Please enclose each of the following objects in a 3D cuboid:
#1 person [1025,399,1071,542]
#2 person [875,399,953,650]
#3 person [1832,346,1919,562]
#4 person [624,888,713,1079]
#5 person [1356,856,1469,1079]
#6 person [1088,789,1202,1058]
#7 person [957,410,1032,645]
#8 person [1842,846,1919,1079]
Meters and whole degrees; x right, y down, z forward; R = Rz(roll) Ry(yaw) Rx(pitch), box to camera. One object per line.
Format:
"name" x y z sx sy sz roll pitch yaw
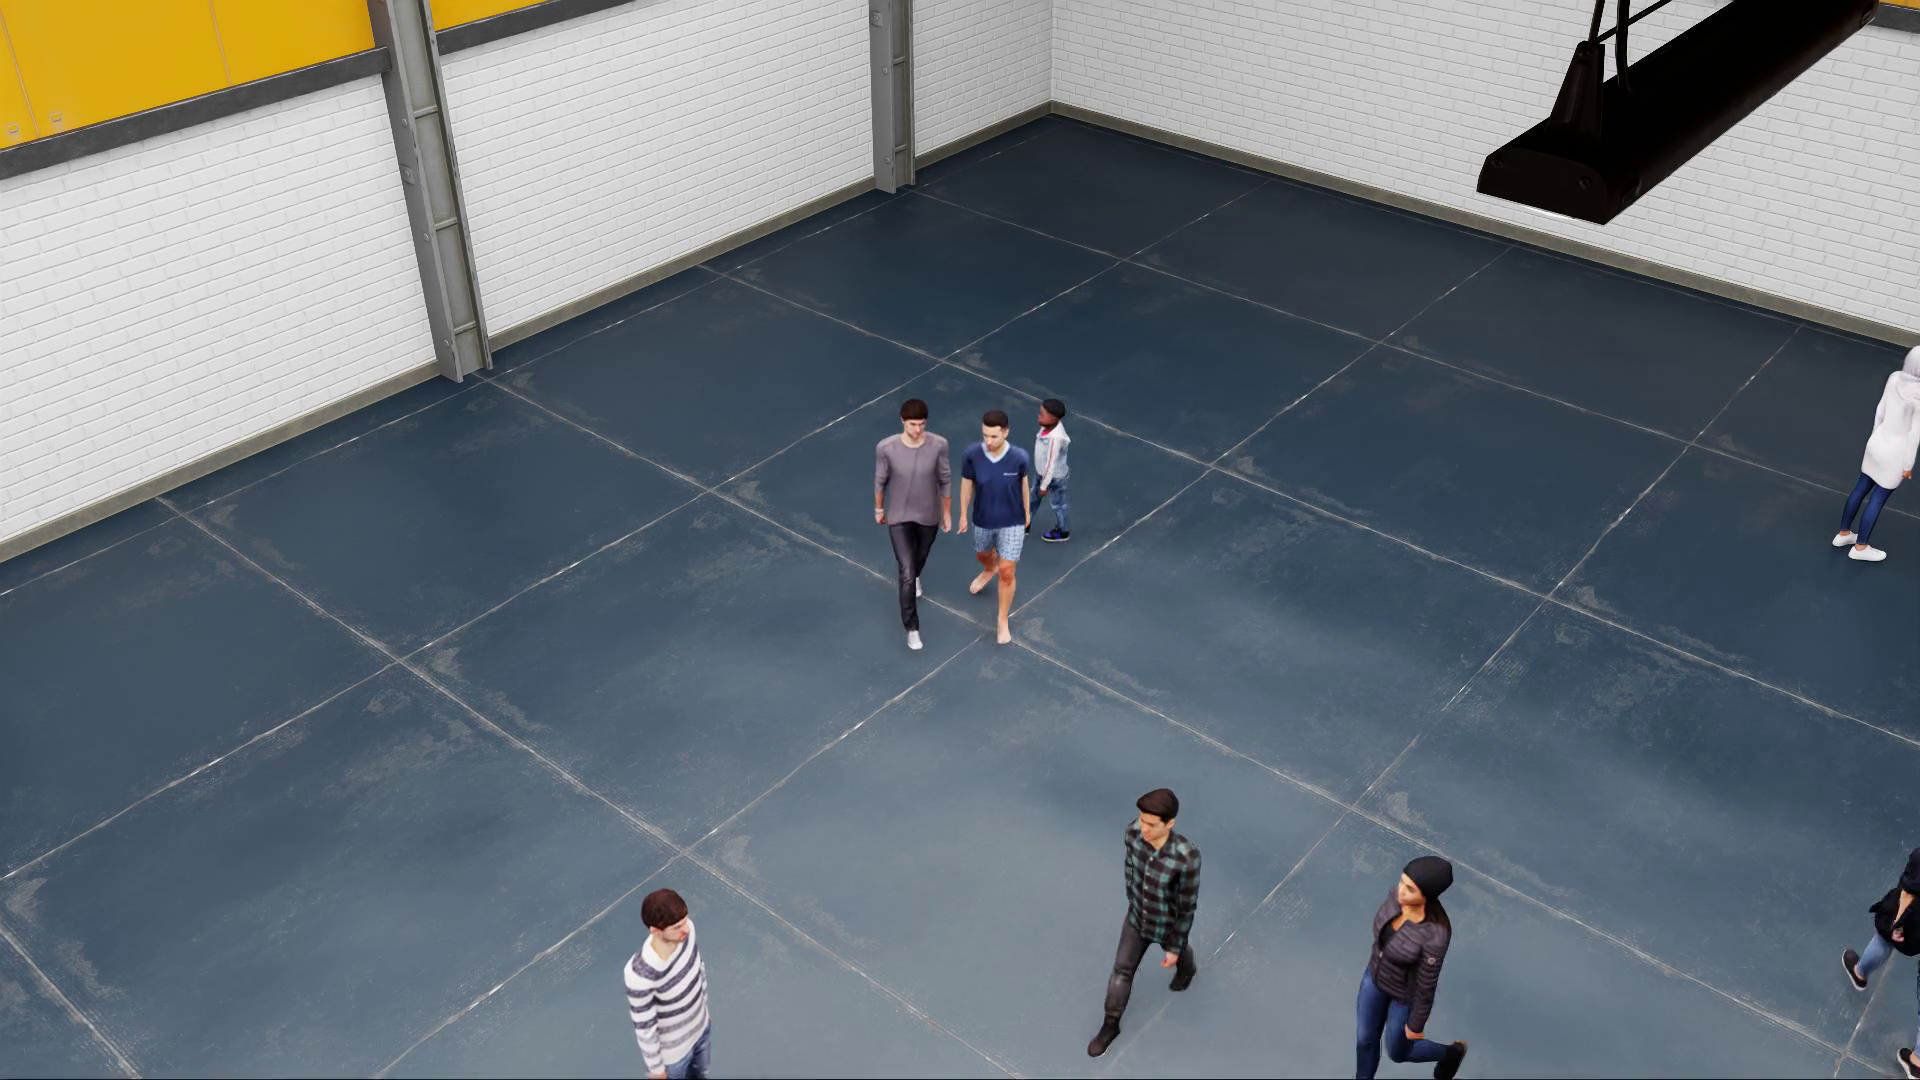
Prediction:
"person" 0.763 -0.531 12.829 0.814 1.246 0.741 -5 34 -7
"person" -0.333 -0.232 11.879 1.219 1.799 1.195 -6 34 -10
"person" 7.010 -0.668 12.557 0.743 1.775 0.694 -4 34 -7
"person" -1.378 2.351 7.952 0.753 1.844 0.562 15 36 21
"person" 2.255 2.226 8.244 1.096 1.729 0.933 -10 35 -15
"person" 1.099 1.954 8.876 0.717 1.671 1.121 22 40 30
"person" 0.258 -0.201 11.828 1.014 1.805 1.188 6 34 9
"person" 5.039 2.059 8.578 0.990 1.638 1.211 5 34 8
